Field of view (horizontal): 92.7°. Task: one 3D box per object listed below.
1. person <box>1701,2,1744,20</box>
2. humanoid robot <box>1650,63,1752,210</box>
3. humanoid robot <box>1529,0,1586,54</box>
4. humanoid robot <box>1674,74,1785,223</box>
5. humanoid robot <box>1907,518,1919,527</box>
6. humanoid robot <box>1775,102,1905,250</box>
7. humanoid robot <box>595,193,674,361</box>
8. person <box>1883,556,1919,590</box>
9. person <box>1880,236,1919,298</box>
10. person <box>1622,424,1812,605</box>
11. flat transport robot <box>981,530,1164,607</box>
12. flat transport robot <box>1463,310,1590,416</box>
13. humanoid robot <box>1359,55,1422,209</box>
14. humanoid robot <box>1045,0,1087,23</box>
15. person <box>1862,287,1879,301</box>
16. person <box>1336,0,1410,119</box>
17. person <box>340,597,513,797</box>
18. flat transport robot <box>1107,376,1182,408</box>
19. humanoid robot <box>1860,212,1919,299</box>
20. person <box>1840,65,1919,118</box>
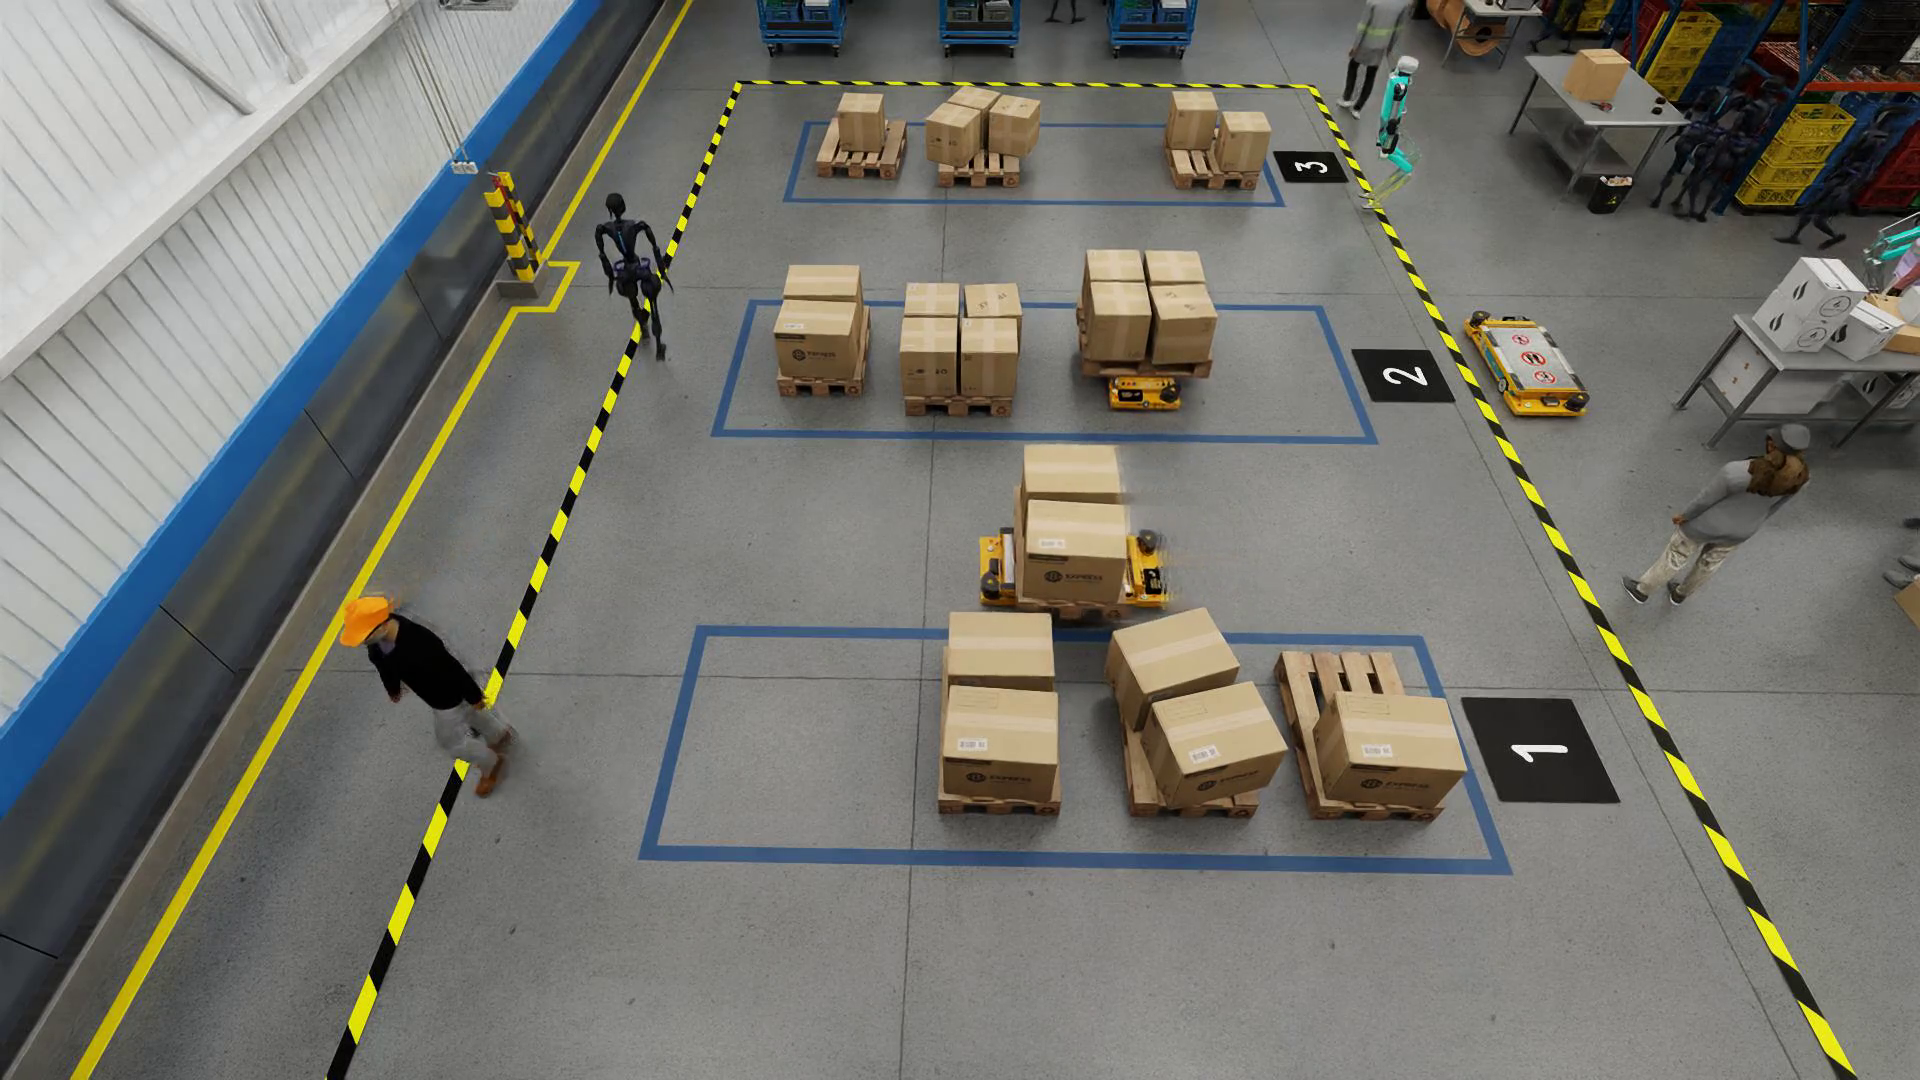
[{"bbox_3d":[11.449,-8.203,13.520,0.600,1.945,0.627,-6,49,-6],"label":"person"},{"bbox_3d":[8.567,-4.648,10.625,0.602,1.651,0.319,32,56,25],"label":"humanoid robot"},{"bbox_3d":[9.201,-8.134,13.669,0.740,1.640,0.609,17,51,14],"label":"humanoid robot"},{"bbox_3d":[8.808,-4.427,10.431,0.588,1.643,0.342,-19,52,-16],"label":"humanoid robot"},{"bbox_3d":[8.212,-0.535,7.064,0.368,1.653,0.587,-2,49,-2],"label":"humanoid robot"},{"bbox_3d":[9.784,-3.942,10.018,0.549,1.627,0.616,13,50,11],"label":"humanoid robot"},{"bbox_3d":[-3.114,-2.574,8.842,0.609,1.631,0.670,-8,50,-7],"label":"humanoid robot"},{"bbox_3d":[7.712,-0.299,6.691,0.602,1.939,0.411,-30,56,-24],"label":"person"},{"bbox_3d":[8.850,-2.505,8.540,0.400,2.036,0.598,36,58,27],"label":"person"},{"bbox_3d":[5.525,-0.130,6.653,0.562,1.768,0.397,5,49,4],"label":"person"},{"bbox_3d":[0.882,0.210,7.333,1.431,0.197,0.652,1,49,1],"label":"flat transport robot"},{"bbox_3d":[5.573,-1.757,9.054,0.659,0.231,1.431,1,49,1],"label":"flat transport robot"},{"bbox_3d":[5.052,-4.600,10.456,0.735,1.674,0.533,9,50,8],"label":"humanoid robot"},{"bbox_3d":[1.731,-9.062,14.457,0.655,1.634,0.594,-4,49,-3],"label":"humanoid robot"},{"bbox_3d":[9.975,-3.170,9.215,0.578,1.879,0.349,-31,56,-24],"label":"person"},{"bbox_3d":[5.516,-6.676,12.271,0.615,1.834,0.643,1,49,1],"label":"person"},{"bbox_3d":[-3.281,0.961,5.644,0.592,1.863,0.607,23,53,18],"label":"person"},{"bbox_3d":[1.774,-1.851,9.117,0.652,0.197,1.431,1,49,1],"label":"flat transport robot"},{"bbox_3d":[9.719,-3.207,9.249,0.735,1.677,0.533,7,50,6],"label":"humanoid robot"},{"bbox_3d":[11.135,-5.397,11.165,0.622,1.844,0.429,18,52,15],"label":"person"}]
